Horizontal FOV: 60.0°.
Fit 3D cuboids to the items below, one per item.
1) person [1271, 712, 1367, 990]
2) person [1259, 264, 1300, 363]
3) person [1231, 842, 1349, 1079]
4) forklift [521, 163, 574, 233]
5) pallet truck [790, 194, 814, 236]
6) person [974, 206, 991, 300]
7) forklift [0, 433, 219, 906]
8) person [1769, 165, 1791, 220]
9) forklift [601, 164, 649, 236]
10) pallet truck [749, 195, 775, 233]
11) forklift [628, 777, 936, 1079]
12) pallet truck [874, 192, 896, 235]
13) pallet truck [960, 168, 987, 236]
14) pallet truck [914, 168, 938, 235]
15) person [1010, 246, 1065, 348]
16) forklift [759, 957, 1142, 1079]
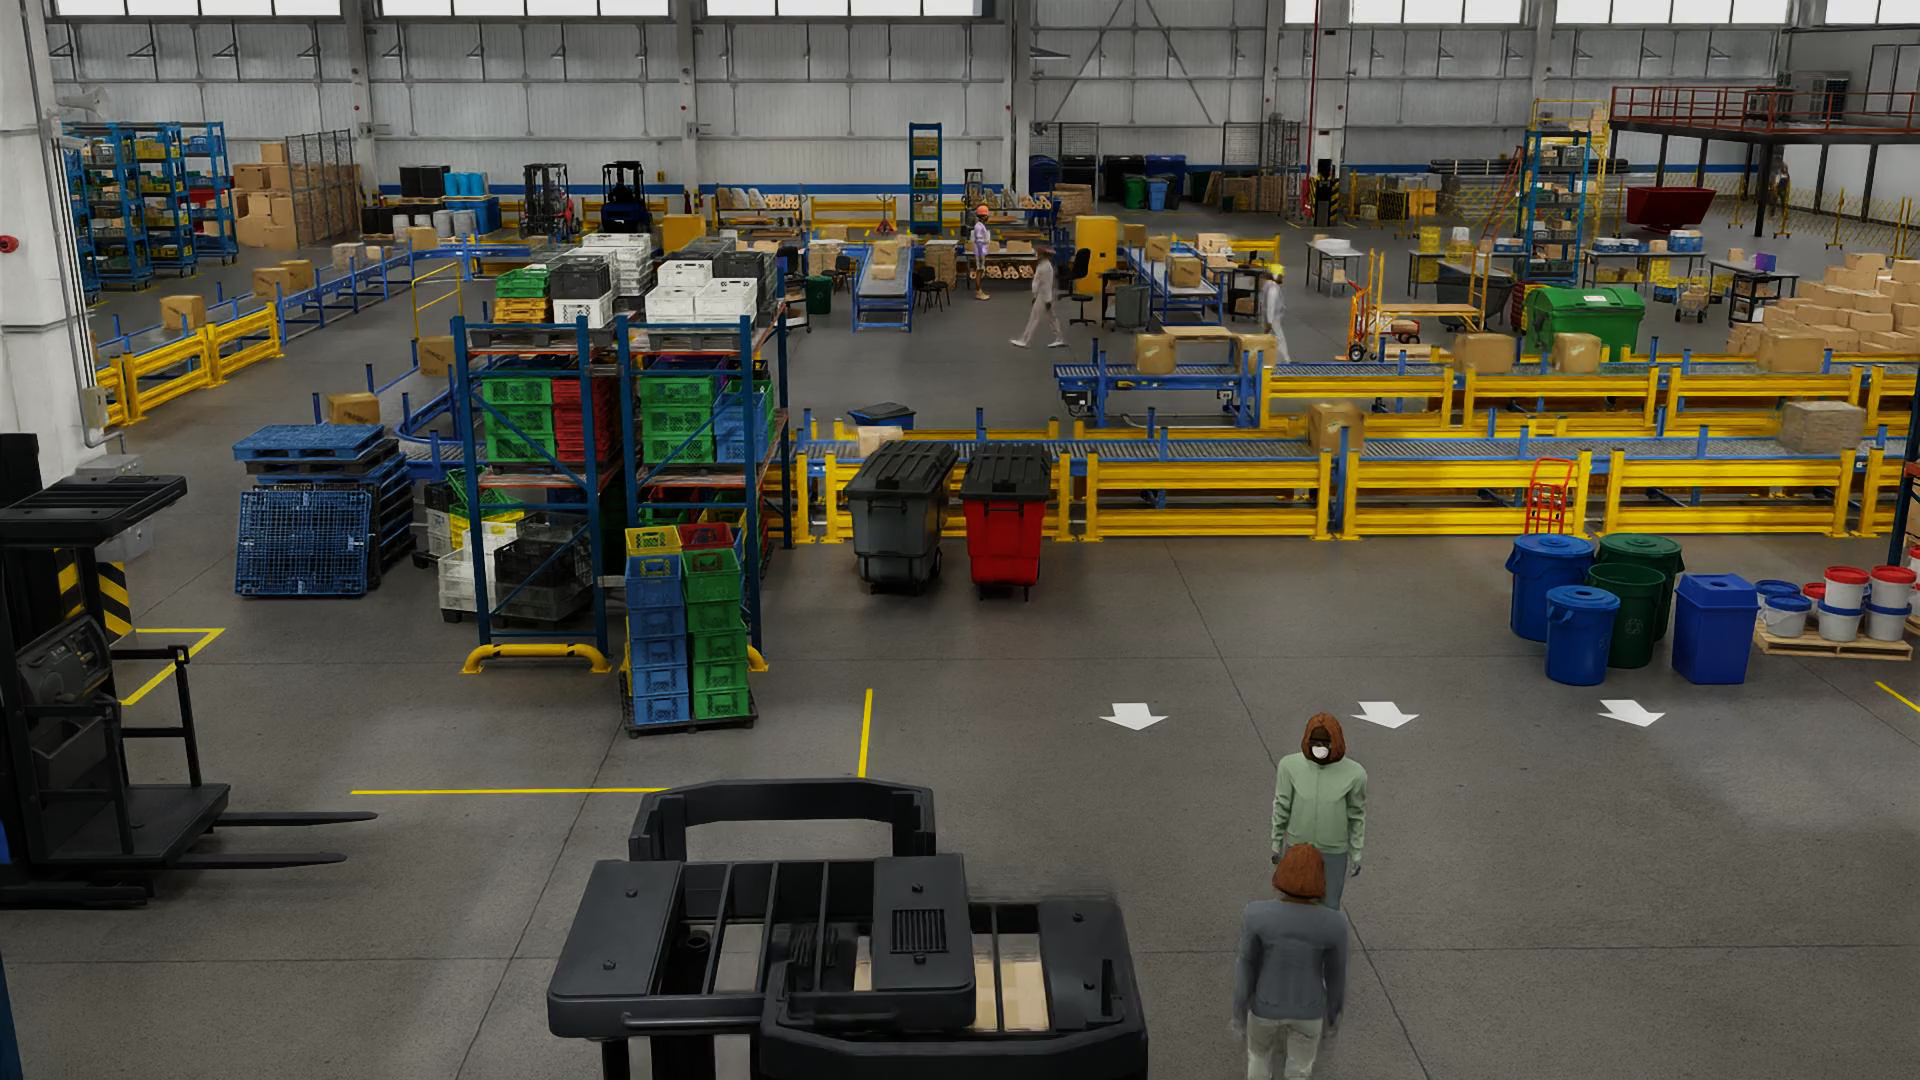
[{"bbox_3d":[1.991,1.729,9.286,0.509,1.632,0.265,5,17,15],"label":"person"},{"bbox_3d":[5.318,-3.801,28.250,0.923,1.789,0.599,0,16,0],"label":"person"},{"bbox_3d":[1.527,2.185,7.744,0.521,1.600,0.529,2,16,8],"label":"person"},{"bbox_3d":[-12.233,-10.122,49.298,1.157,1.987,2.680,0,16,-1],"label":"forklift"},{"bbox_3d":[-4.814,-9.883,50.259,0.704,1.261,1.522,-1,16,-3],"label":"pallet truck"},{"bbox_3d":[0.486,-6.278,36.390,0.370,2.044,0.608,1,16,4],"label":"person"},{"bbox_3d":[-5.952,0.780,10.366,1.873,2.768,1.129,0,16,-1],"label":"forklift"},{"bbox_3d":[27.062,-11.428,54.733,0.536,1.785,0.995,-1,16,-2],"label":"person"},{"bbox_3d":[-9.948,-10.127,49.296,1.157,1.987,2.680,-1,16,-3],"label":"forklift"},{"bbox_3d":[-6.051,-9.967,50.660,0.680,1.201,1.601,0,16,-1],"label":"pallet truck"},{"bbox_3d":[-0.542,2.165,5.552,1.129,2.768,1.873,-1,16,-2],"label":"forklift"},{"bbox_3d":[-2.277,-9.986,50.594,0.653,1.274,1.630,0,16,-1],"label":"pallet truck"},{"bbox_3d":[0.383,-10.230,50.206,0.823,1.965,1.885,-1,16,-3],"label":"pallet truck"},{"bbox_3d":[-0.989,-10.316,50.507,0.823,1.965,1.885,1,16,3],"label":"pallet truck"},{"bbox_3d":[1.452,-4.412,30.240,1.014,1.848,0.672,1,16,2],"label":"person"},{"bbox_3d":[-0.025,2.459,4.530,1.129,2.768,1.873,0,16,-1],"label":"forklift"}]
